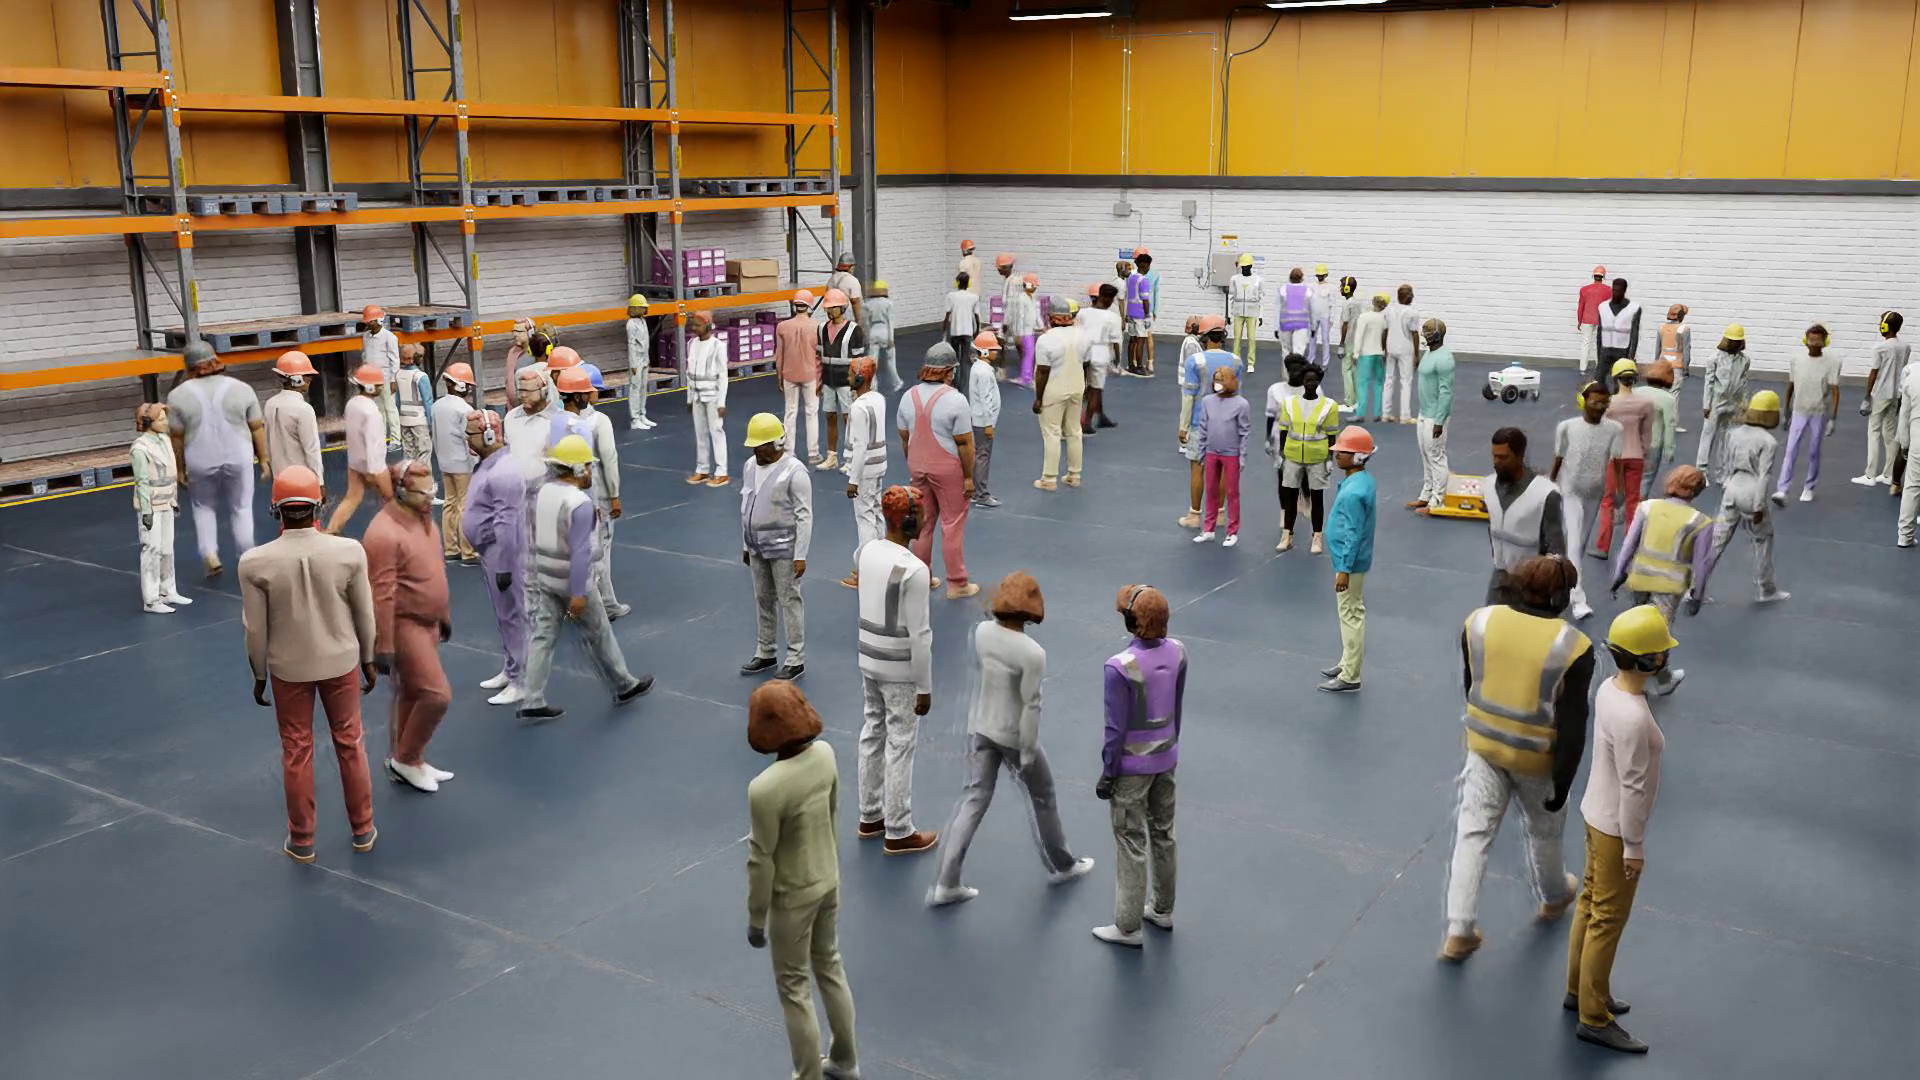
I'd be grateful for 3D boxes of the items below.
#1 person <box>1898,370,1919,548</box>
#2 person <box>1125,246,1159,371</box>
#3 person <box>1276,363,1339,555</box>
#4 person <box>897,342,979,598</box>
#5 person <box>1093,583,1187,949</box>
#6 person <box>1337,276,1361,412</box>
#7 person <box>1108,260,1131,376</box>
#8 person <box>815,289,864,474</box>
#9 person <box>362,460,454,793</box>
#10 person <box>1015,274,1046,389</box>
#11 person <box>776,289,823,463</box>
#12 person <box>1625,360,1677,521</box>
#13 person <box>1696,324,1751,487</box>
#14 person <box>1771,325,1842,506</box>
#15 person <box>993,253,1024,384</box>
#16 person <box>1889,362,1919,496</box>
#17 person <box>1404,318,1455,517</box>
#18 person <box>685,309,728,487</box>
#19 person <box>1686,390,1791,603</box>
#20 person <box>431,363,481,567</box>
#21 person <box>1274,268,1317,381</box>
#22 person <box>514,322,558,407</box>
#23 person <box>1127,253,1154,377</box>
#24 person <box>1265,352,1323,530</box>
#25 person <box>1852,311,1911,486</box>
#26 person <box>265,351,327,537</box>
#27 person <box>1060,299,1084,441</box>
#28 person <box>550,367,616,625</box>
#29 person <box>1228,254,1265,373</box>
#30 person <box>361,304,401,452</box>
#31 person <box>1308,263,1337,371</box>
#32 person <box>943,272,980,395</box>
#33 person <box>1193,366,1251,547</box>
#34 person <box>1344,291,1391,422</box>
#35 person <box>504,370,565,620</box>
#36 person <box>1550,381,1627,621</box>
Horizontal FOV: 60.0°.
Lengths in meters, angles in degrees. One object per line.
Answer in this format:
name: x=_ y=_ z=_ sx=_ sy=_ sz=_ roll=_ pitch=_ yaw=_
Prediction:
person: x=8.656 y=-0.836 z=14.727 sx=0.409 sy=1.909 sz=0.640 roll=-8 pitch=15 yaw=-31
person: x=2.937 y=-3.752 z=27.106 sx=0.614 sy=2.034 sz=0.408 roll=-6 pitch=14 yaw=-23
person: x=3.054 y=-0.718 z=14.667 sx=0.533 sy=1.700 sz=0.318 roll=6 pitch=14 yaw=23
person: x=-0.130 y=-0.564 z=13.252 sx=0.683 sy=2.000 sz=0.538 roll=10 pitch=16 yaw=36
person: x=0.802 y=0.995 z=7.367 sx=0.306 sy=1.639 sz=0.523 roll=13 pitch=18 yaw=43
person: x=5.340 y=-2.690 z=22.886 sx=0.326 sy=1.861 sz=0.509 roll=8 pitch=15 yaw=31
person: x=2.556 y=-3.561 z=26.691 sx=0.331 sy=1.842 sz=0.516 roll=-2 pitch=13 yaw=-7
person: x=-1.358 y=-1.749 z=18.386 sx=0.615 sy=2.042 sz=0.375 roll=8 pitch=15 yaw=31
person: x=-2.974 y=0.482 z=9.065 sx=0.470 sy=1.876 sz=0.739 roll=1 pitch=13 yaw=3
person: x=1.057 y=-3.165 z=25.214 sx=0.444 sy=1.728 sz=0.555 roll=3 pitch=13 yaw=13
person: x=-1.796 y=-1.865 z=19.036 sx=0.622 sy=1.983 sz=0.419 roll=1 pitch=13 yaw=6
person: x=6.407 y=-0.863 z=15.459 sx=0.386 sy=1.613 sz=0.541 roll=-5 pitch=14 yaw=-22
person: x=8.126 y=-1.427 z=17.651 sx=0.490 sy=1.741 sz=0.322 roll=-2 pitch=13 yaw=-7
person: x=8.486 y=-1.232 z=16.645 sx=0.543 sy=1.812 sz=0.969 roll=10 pitch=16 yaw=36
person: x=0.717 y=-3.388 z=25.562 sx=0.797 sy=2.003 sz=0.634 roll=-4 pitch=13 yaw=-15
person: x=9.817 y=-1.239 z=16.959 sx=0.320 sy=1.686 sz=0.539 roll=-8 pitch=15 yaw=-30
person: x=4.612 y=-1.195 z=16.213 sx=0.359 sy=1.938 sz=0.632 roll=0 pitch=13 yaw=1
person: x=-2.700 y=-1.508 z=17.696 sx=0.576 sy=1.882 sz=0.349 roll=10 pitch=16 yaw=38
person: x=6.123 y=-0.326 z=12.969 sx=0.867 sy=1.698 sz=0.496 roll=-5 pitch=14 yaw=-19
person: x=-4.272 y=-0.650 z=14.273 sx=0.569 sy=1.740 sz=0.349 roll=11 pitch=17 yaw=40
person: x=5.145 y=-3.269 z=25.542 sx=0.633 sy=1.795 sz=0.980 roll=2 pitch=13 yaw=10
person: x=-3.883 y=-1.084 z=15.739 sx=0.635 sy=1.933 sz=0.353 roll=4 pitch=13 yaw=15
person: x=2.870 y=-3.578 z=26.506 sx=0.392 sy=1.959 sz=0.605 roll=-5 pitch=14 yaw=-20
person: x=3.143 y=-0.934 z=15.667 sx=0.547 sy=1.682 sz=0.418 roll=5 pitch=14 yaw=20
person: x=9.848 y=-1.502 z=17.731 sx=0.499 sy=1.861 sz=0.326 roll=-5 pitch=14 yaw=-19
person: x=-5.140 y=-0.477 z=12.976 sx=0.621 sy=1.992 sz=0.397 roll=10 pitch=16 yaw=37
person: x=1.394 y=-2.104 z=20.563 sx=0.425 sy=1.755 sz=0.540 roll=-7 pitch=15 yaw=-26
person: x=-2.853 y=-0.328 z=12.456 sx=0.356 sy=1.937 sz=0.552 roll=-12 pitch=17 yaw=-42
person: x=4.634 y=-3.676 z=27.001 sx=0.594 sy=1.924 sz=0.382 roll=5 pitch=14 yaw=21
person: x=-6.913 y=-1.926 z=19.792 sx=0.573 sy=1.748 sz=0.335 roll=8 pitch=15 yaw=31
person: x=5.894 y=-3.649 z=27.259 sx=0.526 sy=1.761 sz=0.344 roll=9 pitch=16 yaw=34
person: x=0.028 y=-2.981 z=24.210 sx=0.558 sy=1.816 sz=0.943 roll=0 pitch=13 yaw=0
person: x=2.367 y=-0.757 z=14.980 sx=0.501 sy=1.632 sz=0.281 roll=10 pitch=16 yaw=38
person: x=5.408 y=-2.419 z=22.004 sx=0.699 sy=1.719 sz=0.382 roll=-3 pitch=13 yaw=-14
person: x=-3.186 y=-0.331 z=12.542 sx=0.643 sy=1.907 sz=0.410 roll=5 pitch=14 yaw=20
person: x=4.798 y=-0.318 z=12.707 sx=0.521 sy=1.808 sz=1.008 roll=0 pitch=13 yaw=1
